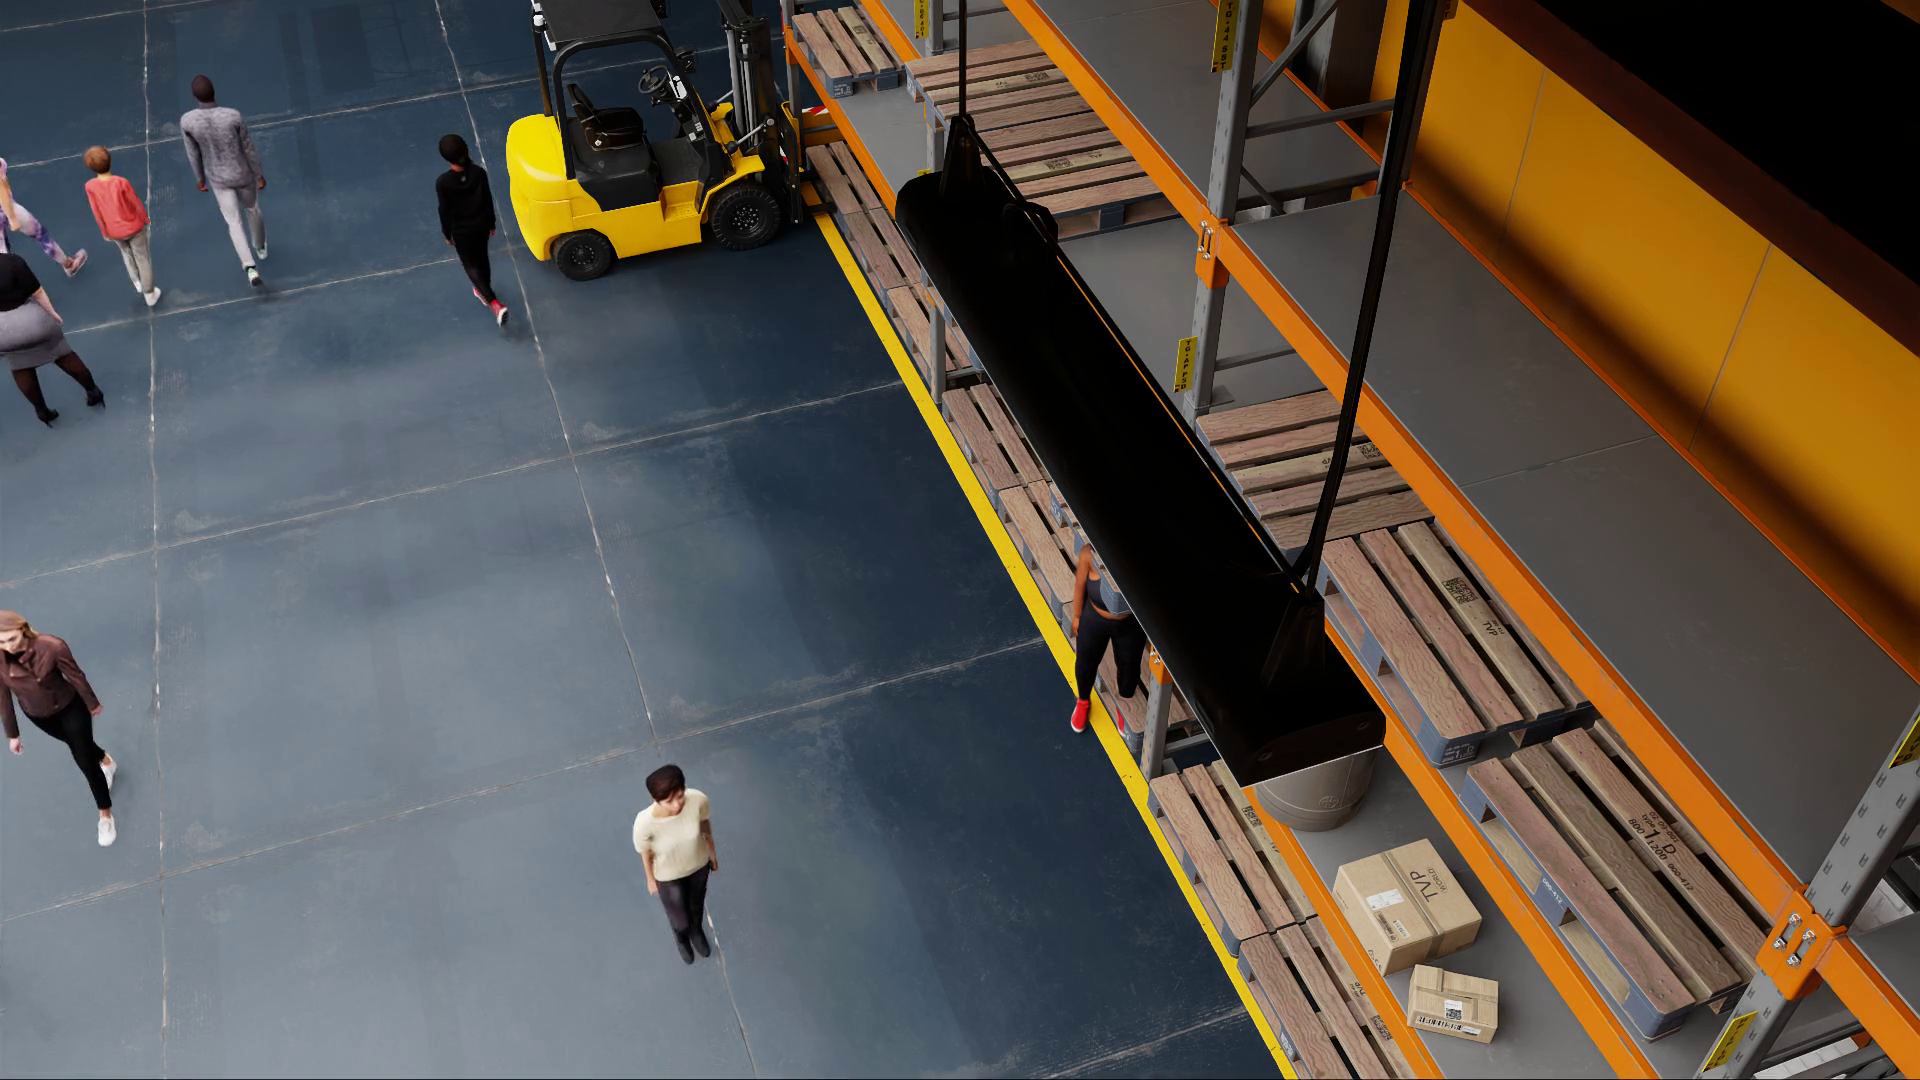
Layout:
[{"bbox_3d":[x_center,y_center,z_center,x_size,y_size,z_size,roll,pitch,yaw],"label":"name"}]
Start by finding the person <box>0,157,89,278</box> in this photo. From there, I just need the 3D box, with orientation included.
[{"bbox_3d":[-7.833,-2.597,13.492,1.000,1.726,1.163,12,45,13],"label":"person"}]

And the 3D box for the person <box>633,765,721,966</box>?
[{"bbox_3d":[-1.553,1.731,9.056,0.663,1.578,0.637,-26,49,-25],"label":"person"}]

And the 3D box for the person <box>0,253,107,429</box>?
[{"bbox_3d":[-7.031,-1.531,12.373,0.796,1.726,0.693,-13,45,-13],"label":"person"}]

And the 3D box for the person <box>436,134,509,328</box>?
[{"bbox_3d":[-3.916,-2.486,13.427,0.803,1.655,1.083,-28,50,-26],"label":"person"}]

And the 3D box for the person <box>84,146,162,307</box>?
[{"bbox_3d":[-6.884,-2.541,13.668,0.592,1.402,0.678,-4,44,-4],"label":"person"}]

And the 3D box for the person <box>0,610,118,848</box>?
[{"bbox_3d":[-5.317,0.946,9.813,0.732,1.670,1.005,-6,44,-6],"label":"person"}]

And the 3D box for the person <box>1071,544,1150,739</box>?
[{"bbox_3d":[0.937,0.484,10.193,0.758,1.816,0.767,5,44,5],"label":"person"}]

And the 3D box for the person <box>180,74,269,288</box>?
[{"bbox_3d":[-6.063,-2.960,13.811,0.697,1.812,1.095,-15,46,-15],"label":"person"}]
